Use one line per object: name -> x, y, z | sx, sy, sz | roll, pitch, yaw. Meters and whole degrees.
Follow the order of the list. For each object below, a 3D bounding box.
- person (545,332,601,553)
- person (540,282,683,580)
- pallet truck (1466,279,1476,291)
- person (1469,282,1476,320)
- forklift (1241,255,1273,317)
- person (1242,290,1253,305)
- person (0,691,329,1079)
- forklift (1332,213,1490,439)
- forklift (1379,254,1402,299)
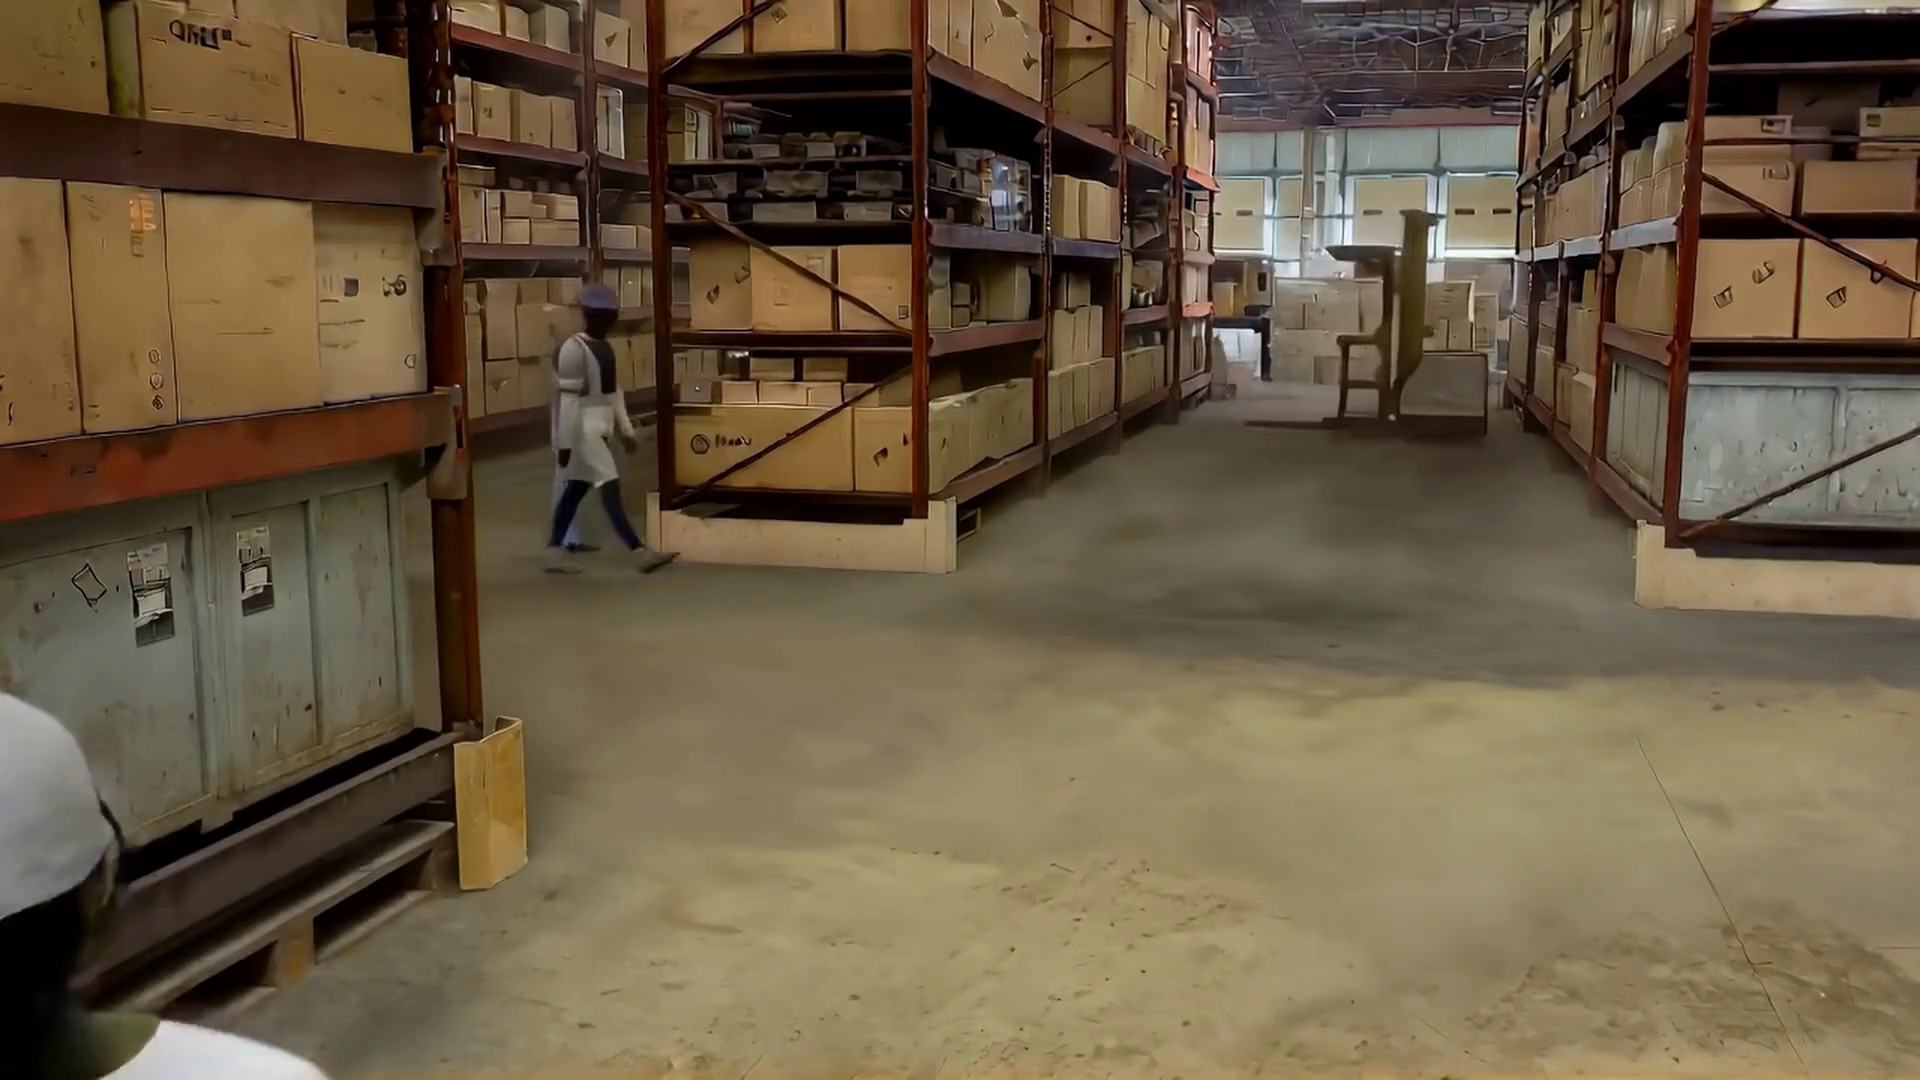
person -> -2.881, -0.719, 12.285 | 0.278, 1.633, 0.507 | -7, 11, -38
person -> -2.370, -0.712, 11.100 | 1.083, 1.986, 0.626 | 2, 9, 10
pallet truck -> 18.896, -8.459, 60.307 | 1.885, 1.965, 0.823 | 5, 10, 31
person -> 15.915, -7.109, 51.986 | 0.445, 1.925, 0.628 | 6, 11, 34
forklift -> 10.551, -8.662, 58.805 | 1.129, 2.768, 1.873 | 2, 9, 15
person -> 11.293, -9.212, 65.498 | 1.016, 1.858, 0.609 | -2, 9, -15
person -> -0.758, 0.962, 1.328 | 0.544, 1.712, 0.912 | -1, 9, -3
forklift -> 5.749, -2.726, 21.090 | 1.873, 2.768, 1.129 | 2, 9, 15
forklift -> 14.526, -8.207, 55.916 | 1.129, 2.768, 1.873 | -2, 9, -11
